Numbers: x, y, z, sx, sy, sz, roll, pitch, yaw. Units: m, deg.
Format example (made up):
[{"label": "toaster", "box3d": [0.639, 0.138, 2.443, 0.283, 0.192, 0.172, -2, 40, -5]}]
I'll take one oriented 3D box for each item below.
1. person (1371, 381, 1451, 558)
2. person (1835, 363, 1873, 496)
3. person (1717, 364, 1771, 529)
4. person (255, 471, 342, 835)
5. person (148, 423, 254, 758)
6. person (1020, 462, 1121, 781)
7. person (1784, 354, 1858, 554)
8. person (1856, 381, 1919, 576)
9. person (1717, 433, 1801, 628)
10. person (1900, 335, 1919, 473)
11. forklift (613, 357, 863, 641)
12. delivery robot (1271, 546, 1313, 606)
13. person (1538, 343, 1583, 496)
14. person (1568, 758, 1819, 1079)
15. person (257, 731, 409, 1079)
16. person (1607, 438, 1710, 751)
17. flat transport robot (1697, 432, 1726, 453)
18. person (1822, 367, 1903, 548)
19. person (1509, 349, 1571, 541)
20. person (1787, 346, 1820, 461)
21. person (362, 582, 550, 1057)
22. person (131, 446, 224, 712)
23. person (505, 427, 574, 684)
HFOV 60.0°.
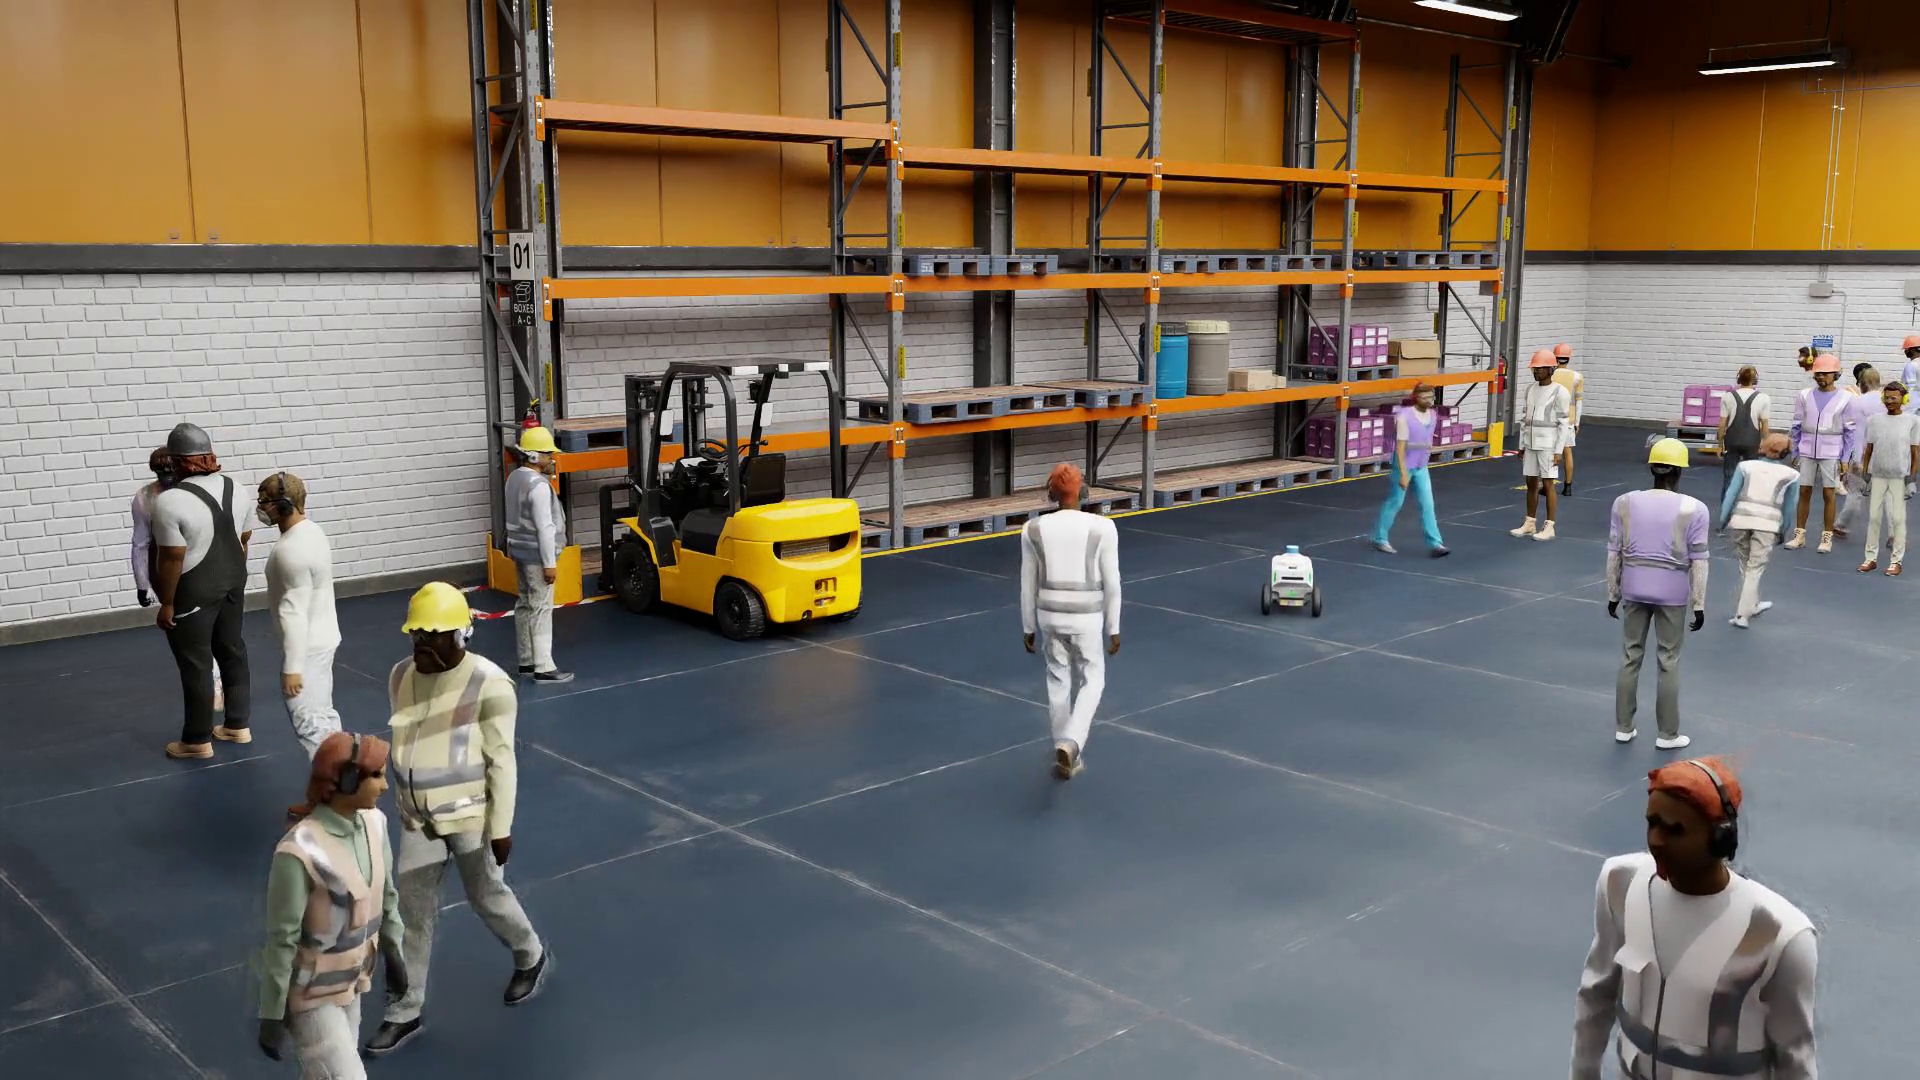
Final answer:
[{"label": "person", "box3d": [4.576, -0.704, 16.742, 0.603, 1.789, 0.988, -6, 12, -33]}, {"label": "person", "box3d": [11.358, -1.403, 21.085, 0.538, 1.698, 0.319, -5, 11, -29]}, {"label": "person", "box3d": [8.686, -1.025, 18.458, 0.515, 1.842, 0.328, 5, 11, 29]}, {"label": "person", "box3d": [-3.452, 0.594, 8.745, 0.371, 1.930, 0.624, -3, 10, -15]}, {"label": "person", "box3d": [-4.665, 0.297, 10.141, 0.538, 2.000, 0.684, 3, 10, 19]}, {"label": "person", "box3d": [0.613, 0.497, 9.509, 0.605, 1.868, 0.603, 3, 10, 16]}, {"label": "person", "box3d": [8.817, -0.885, 17.054, 0.378, 2.044, 0.607, -10, 14, -44]}, {"label": "person", "box3d": [8.865, -0.588, 15.864, 0.324, 1.863, 0.502, -9, 13, -43]}, {"label": "person", "box3d": [6.584, -0.089, 13.711, 0.544, 1.584, 0.734, 9, 13, 42]}, {"label": "person", "box3d": [13.358, -1.914, 23.394, 0.544, 1.936, 0.359, -8, 13, -41]}, {"label": "forklift", "box3d": [-1.847, -0.414, 13.852, 1.214, 2.155, 2.313, -9, 13, -42]}, {"label": "delivery robot", "box3d": [2.840, 0.293, 14.234, 0.477, 0.478, 0.707, 2, 10, 10]}, {"label": "person", "box3d": [7.573, -1.517, 21.060, 0.547, 1.938, 0.377, 1, 10, 7]}, {"label": "person", "box3d": [1.897, 1.413, 4.215, 0.954, 1.845, 0.587, -5, 11, -28]}, {"label": "person", "box3d": [-1.877, 1.375, 5.065, 0.575, 1.603, 0.548, 1, 10, 7]}, {"label": "person", "box3d": [4.310, 0.330, 10.283, 0.594, 1.922, 0.386, 8, 13, 40]}, {"label": "flat transport robot", "box3d": [12.016, -1.519, 25.947, 0.652, 0.197, 1.431, 7, 12, 35]}, {"label": "person", "box3d": [9.586, -0.868, 17.491, 0.658, 1.869, 1.056, -2, 10, -9]}, {"label": "person", "box3d": [6.206, -1.013, 17.804, 0.373, 2.043, 0.615, -5, 11, -26]}, {"label": "person", "box3d": [11.104, -1.616, 21.908, 0.382, 1.854, 0.517, 2, 10, 9]}, {"label": "person", "box3d": [-1.989, 1.037, 6.522, 0.608, 1.801, 0.838, 4, 11, 23]}, {"label": "person", "box3d": [-5.136, 0.260, 11.068, 0.650, 1.796, 0.788, -2, 10, -10]}, {"label": "person", "box3d": [-3.012, 0.106, 11.875, 0.403, 1.828, 0.593, -7, 12, -35]}]
